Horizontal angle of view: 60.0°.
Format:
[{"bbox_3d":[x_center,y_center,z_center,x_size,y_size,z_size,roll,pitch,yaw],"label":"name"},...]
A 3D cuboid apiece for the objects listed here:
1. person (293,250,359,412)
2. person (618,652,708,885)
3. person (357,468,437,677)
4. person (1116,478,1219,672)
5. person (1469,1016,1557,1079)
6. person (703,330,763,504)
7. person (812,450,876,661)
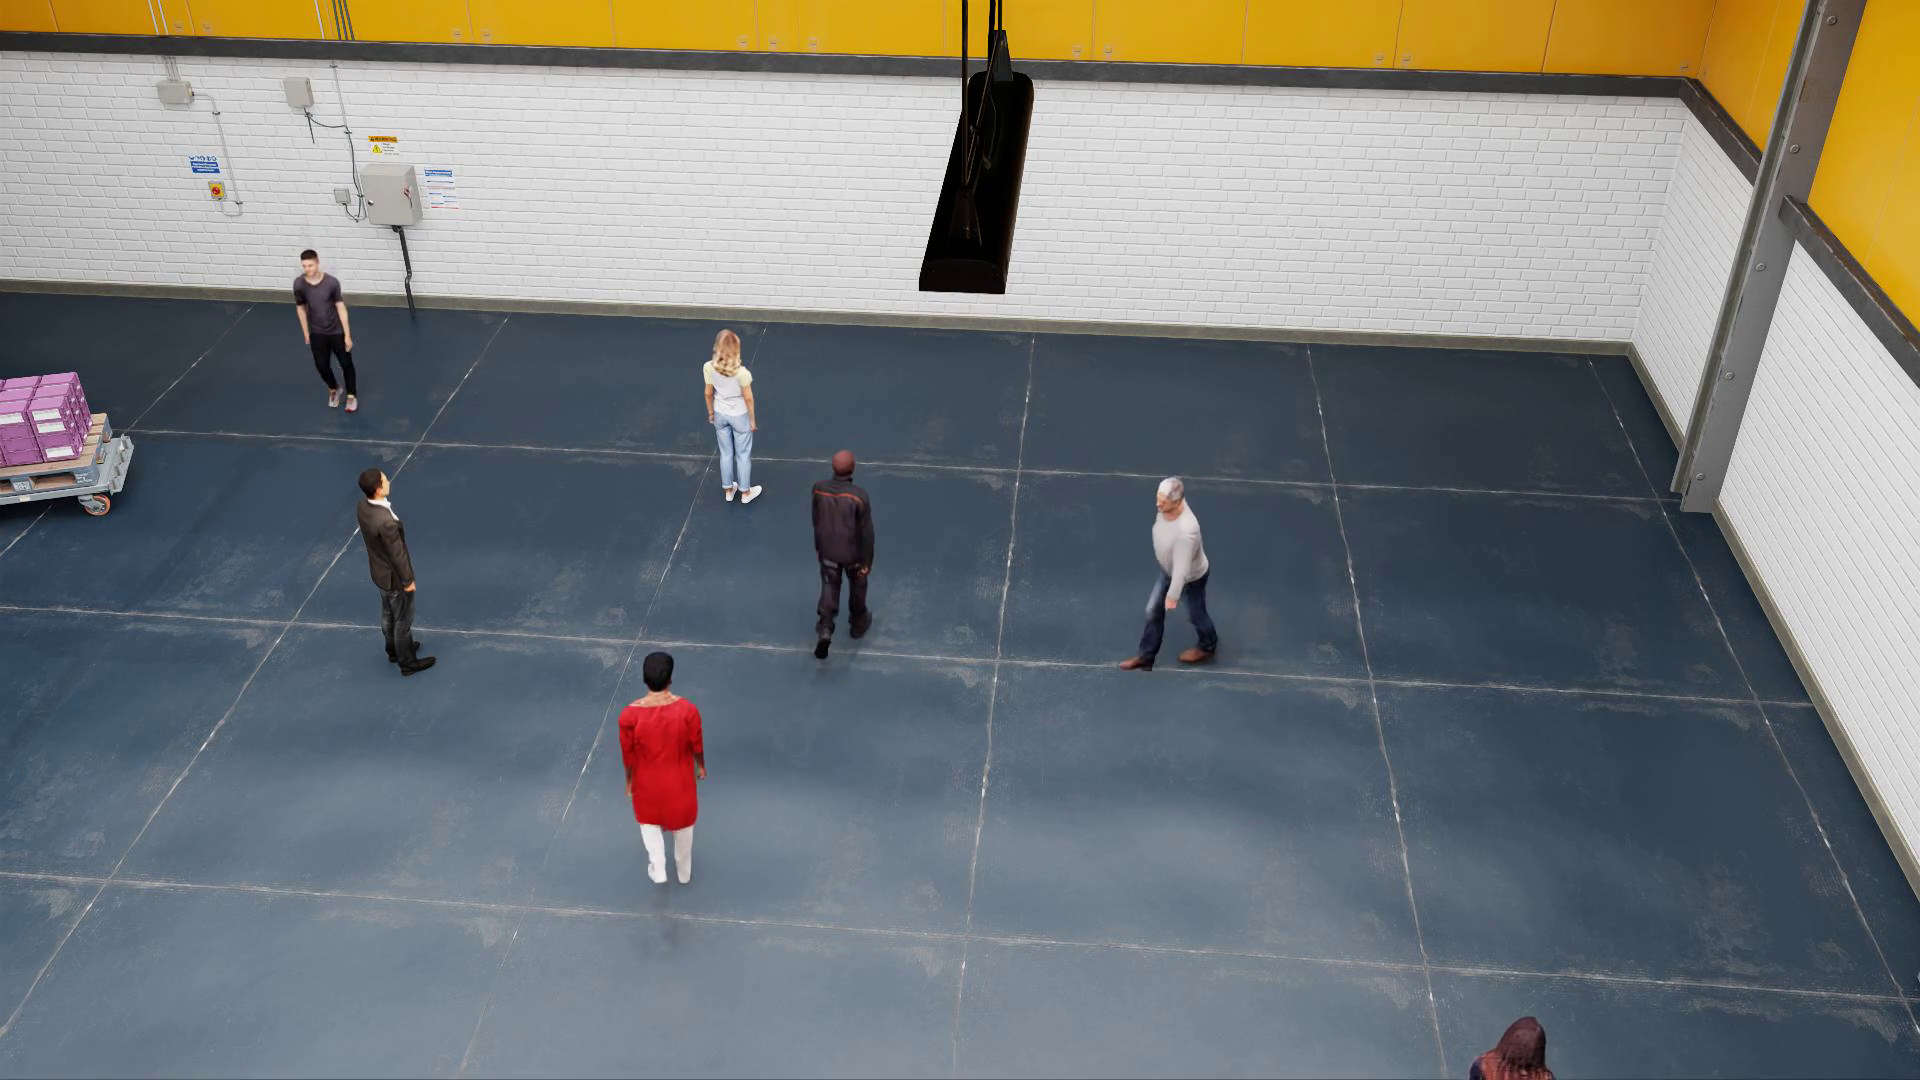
[{"bbox_3d":[-6.291,-2.127,16.632,0.727,1.749,0.724,-6,34,-8],"label":"person"},{"bbox_3d":[-1.935,1.583,10.938,0.798,1.873,0.825,-7,34,-10],"label":"person"},{"bbox_3d":[-4.471,0.240,13.025,0.786,1.800,0.740,-27,42,-34],"label":"person"},{"bbox_3d":[1.797,0.249,12.978,1.106,1.836,1.177,-7,34,-11],"label":"person"},{"bbox_3d":[2.860,3.161,8.829,0.791,1.579,1.115,12,35,17],"label":"person"},{"bbox_3d":[-2.074,-1.120,15.139,0.671,1.723,0.609,9,35,14],"label":"person"},{"bbox_3d":[-0.962,0.122,13.203,0.804,1.799,1.078,9,35,13],"label":"person"}]
